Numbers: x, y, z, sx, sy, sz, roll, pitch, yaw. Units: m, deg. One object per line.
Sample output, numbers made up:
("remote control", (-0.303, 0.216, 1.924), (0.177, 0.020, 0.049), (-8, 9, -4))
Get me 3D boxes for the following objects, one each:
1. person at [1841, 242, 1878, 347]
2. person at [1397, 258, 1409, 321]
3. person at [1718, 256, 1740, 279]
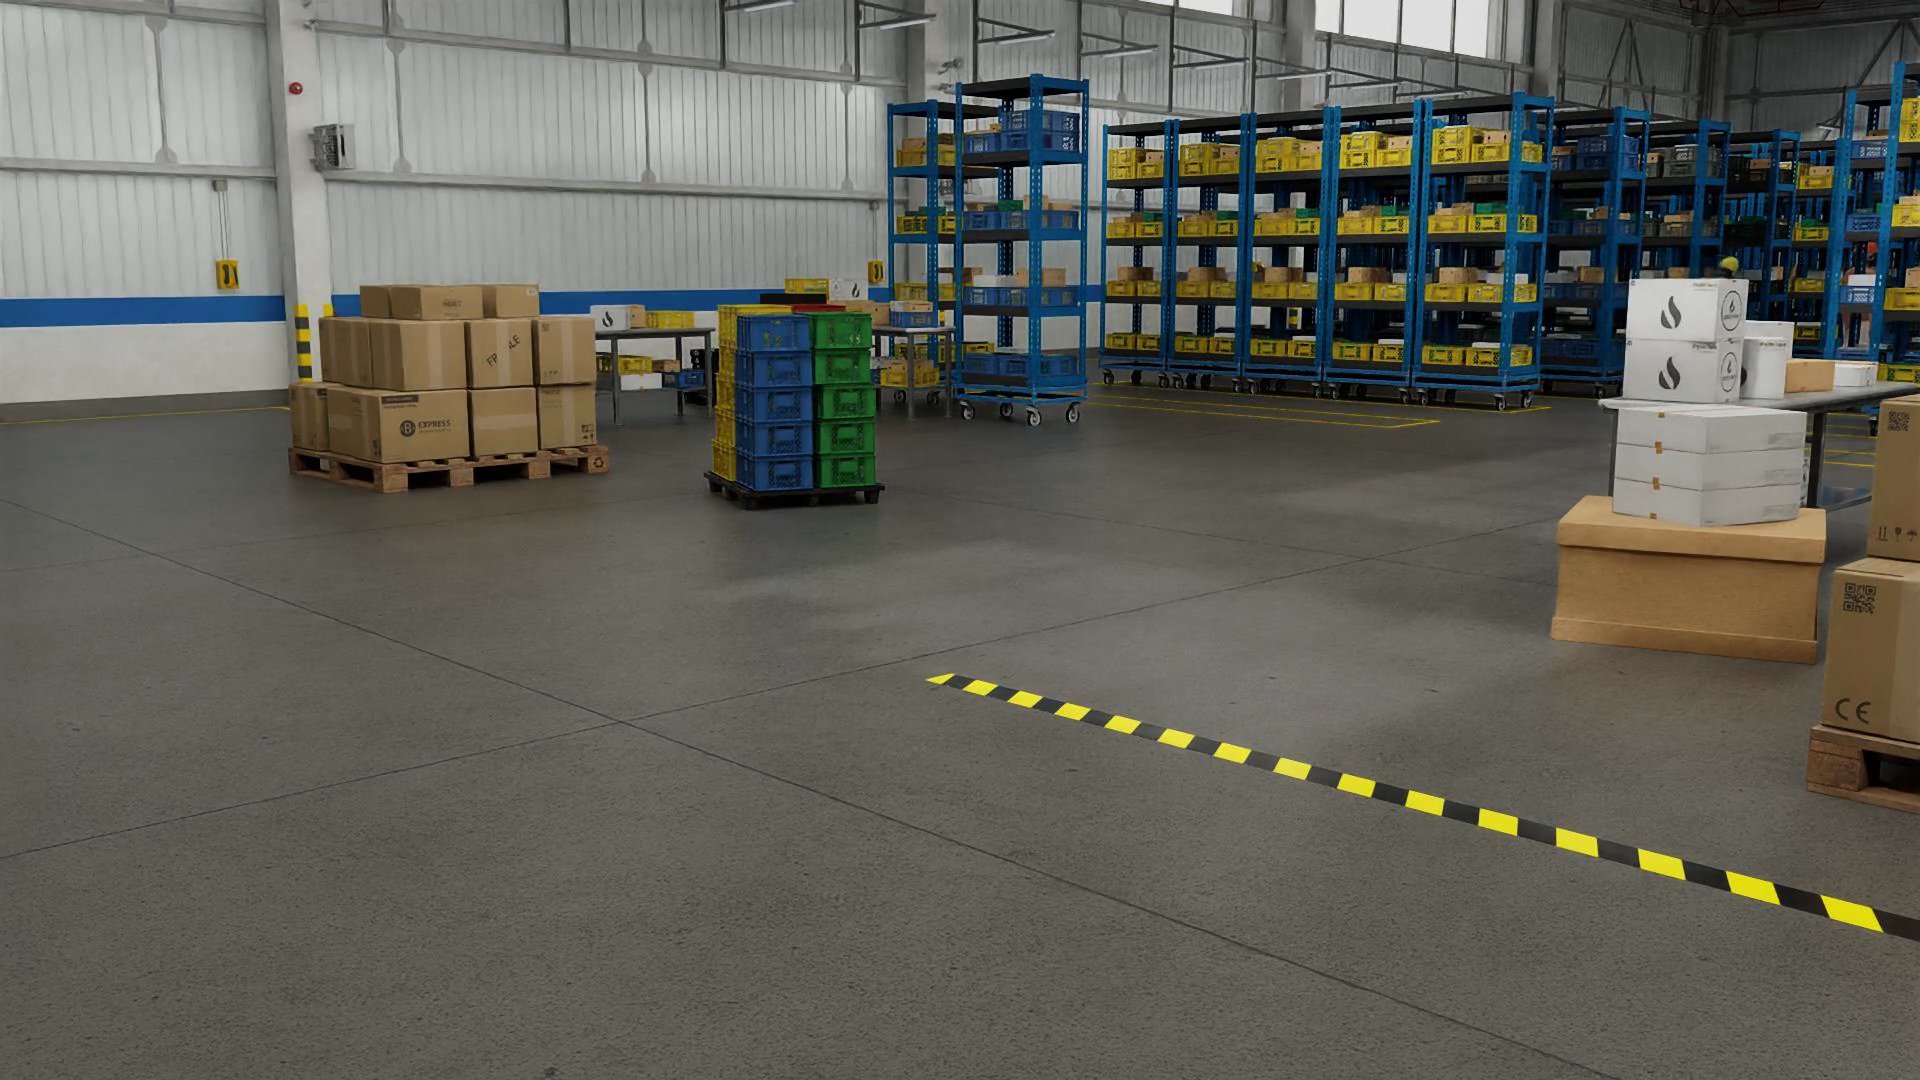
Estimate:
("person", (11.162, -2.722, 20.629), (0.375, 1.997, 0.611), (-1, 10, -7))
("person", (8.509, -4.572, 32.314), (0.627, 1.816, 0.629), (-4, 10, -24))
("person", (9.967, -2.817, 21.820), (0.900, 1.800, 0.588), (-9, 13, -43))
